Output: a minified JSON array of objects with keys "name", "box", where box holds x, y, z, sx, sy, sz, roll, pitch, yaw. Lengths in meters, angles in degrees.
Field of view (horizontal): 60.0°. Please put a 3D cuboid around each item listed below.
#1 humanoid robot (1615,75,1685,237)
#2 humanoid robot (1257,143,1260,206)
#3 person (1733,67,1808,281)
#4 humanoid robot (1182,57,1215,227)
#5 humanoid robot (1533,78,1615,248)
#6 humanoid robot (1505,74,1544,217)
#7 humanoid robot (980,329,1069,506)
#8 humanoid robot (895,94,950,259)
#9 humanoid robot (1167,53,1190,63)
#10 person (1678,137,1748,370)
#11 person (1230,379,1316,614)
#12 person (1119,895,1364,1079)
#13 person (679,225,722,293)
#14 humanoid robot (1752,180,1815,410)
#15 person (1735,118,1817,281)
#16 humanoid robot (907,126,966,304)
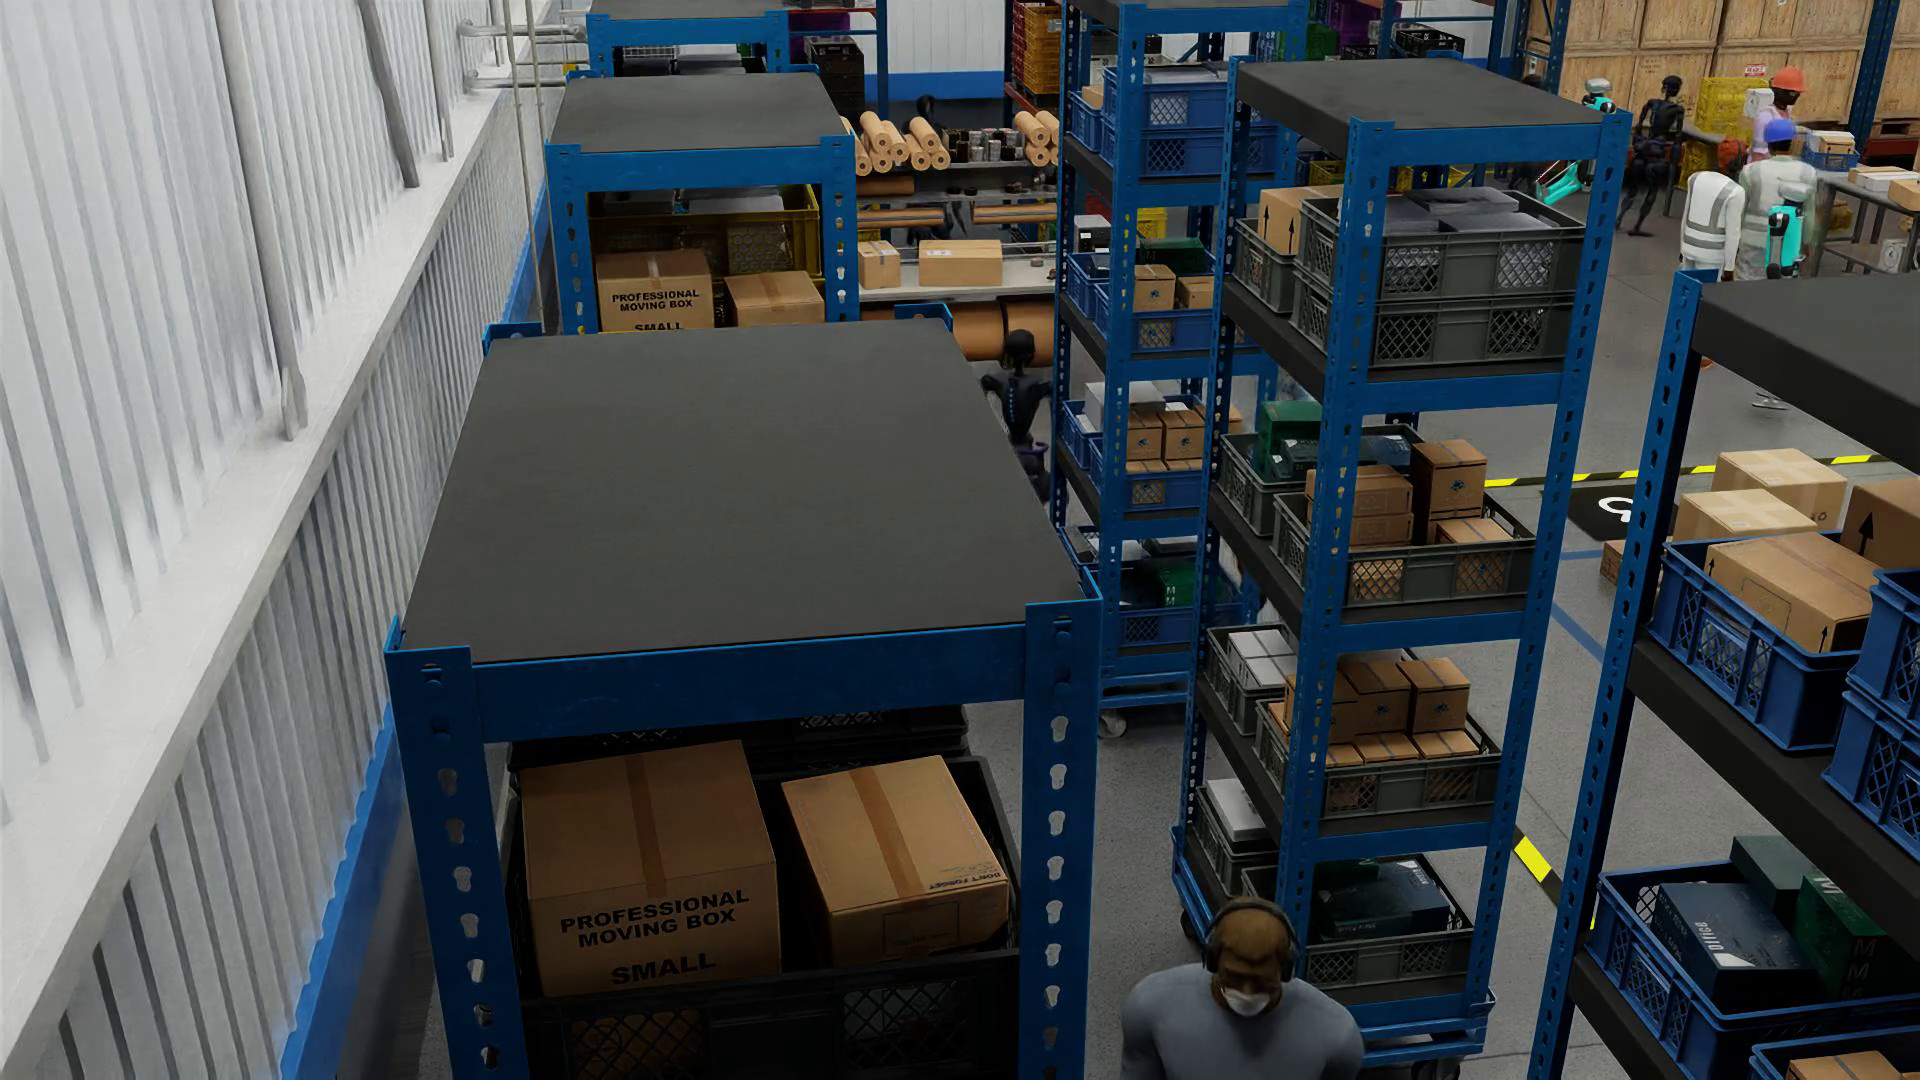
[{"name":"humanoid robot","box":[7.161,-3.990,17.282,0.391,1.643,0.601,-14,28,-28]},{"name":"humanoid robot","box":[3.215,-4.494,18.340,0.823,1.784,0.539,-2,25,-4]},{"name":"person","box":[7.519,-3.364,15.491,0.391,2.040,0.613,19,31,36]},{"name":"humanoid robot","box":[2.597,-4.125,17.518,0.557,1.806,0.667,-6,25,-14]},{"name":"humanoid robot","box":[5.973,-3.684,16.435,0.737,1.698,0.533,-2,25,-4]},{"name":"humanoid robot","box":[5.949,-4.007,17.321,0.400,1.639,0.616,16,29,31]},{"name":"humanoid robot","box":[0.350,-0.424,9.541,0.601,1.641,0.567,9,26,19]},{"name":"humanoid robot","box":[-0.356,-3.557,16.368,0.609,1.645,0.474,10,26,20]},{"name":"humanoid robot","box":[2.050,-4.273,17.926,0.850,1.839,0.569,-15,29,-29]},{"name":"person","box":[5.989,-2.284,13.342,0.362,1.878,0.583,-9,26,-18]},{"name":"person","box":[1.651,-0.048,8.549,0.591,1.817,0.860,-5,25,-10]},{"name":"person","box":[0.712,1.762,4.471,0.630,1.940,0.372,4,25,9]},{"name":"person","box":[-1.867,-1.471,11.470,0.608,1.961,0.366,16,29,31]},{"name":"humanoid robot","box":[6.216,-1.766,12.220,0.735,1.677,0.533,17,30,33]},{"name":"person","box":[6.690,-2.477,13.718,0.693,1.926,0.467,7,26,15]},{"name":"humanoid robot","box":[-0.263,-2.918,14.954,0.605,1.641,0.452,-16,29,-31]}]
